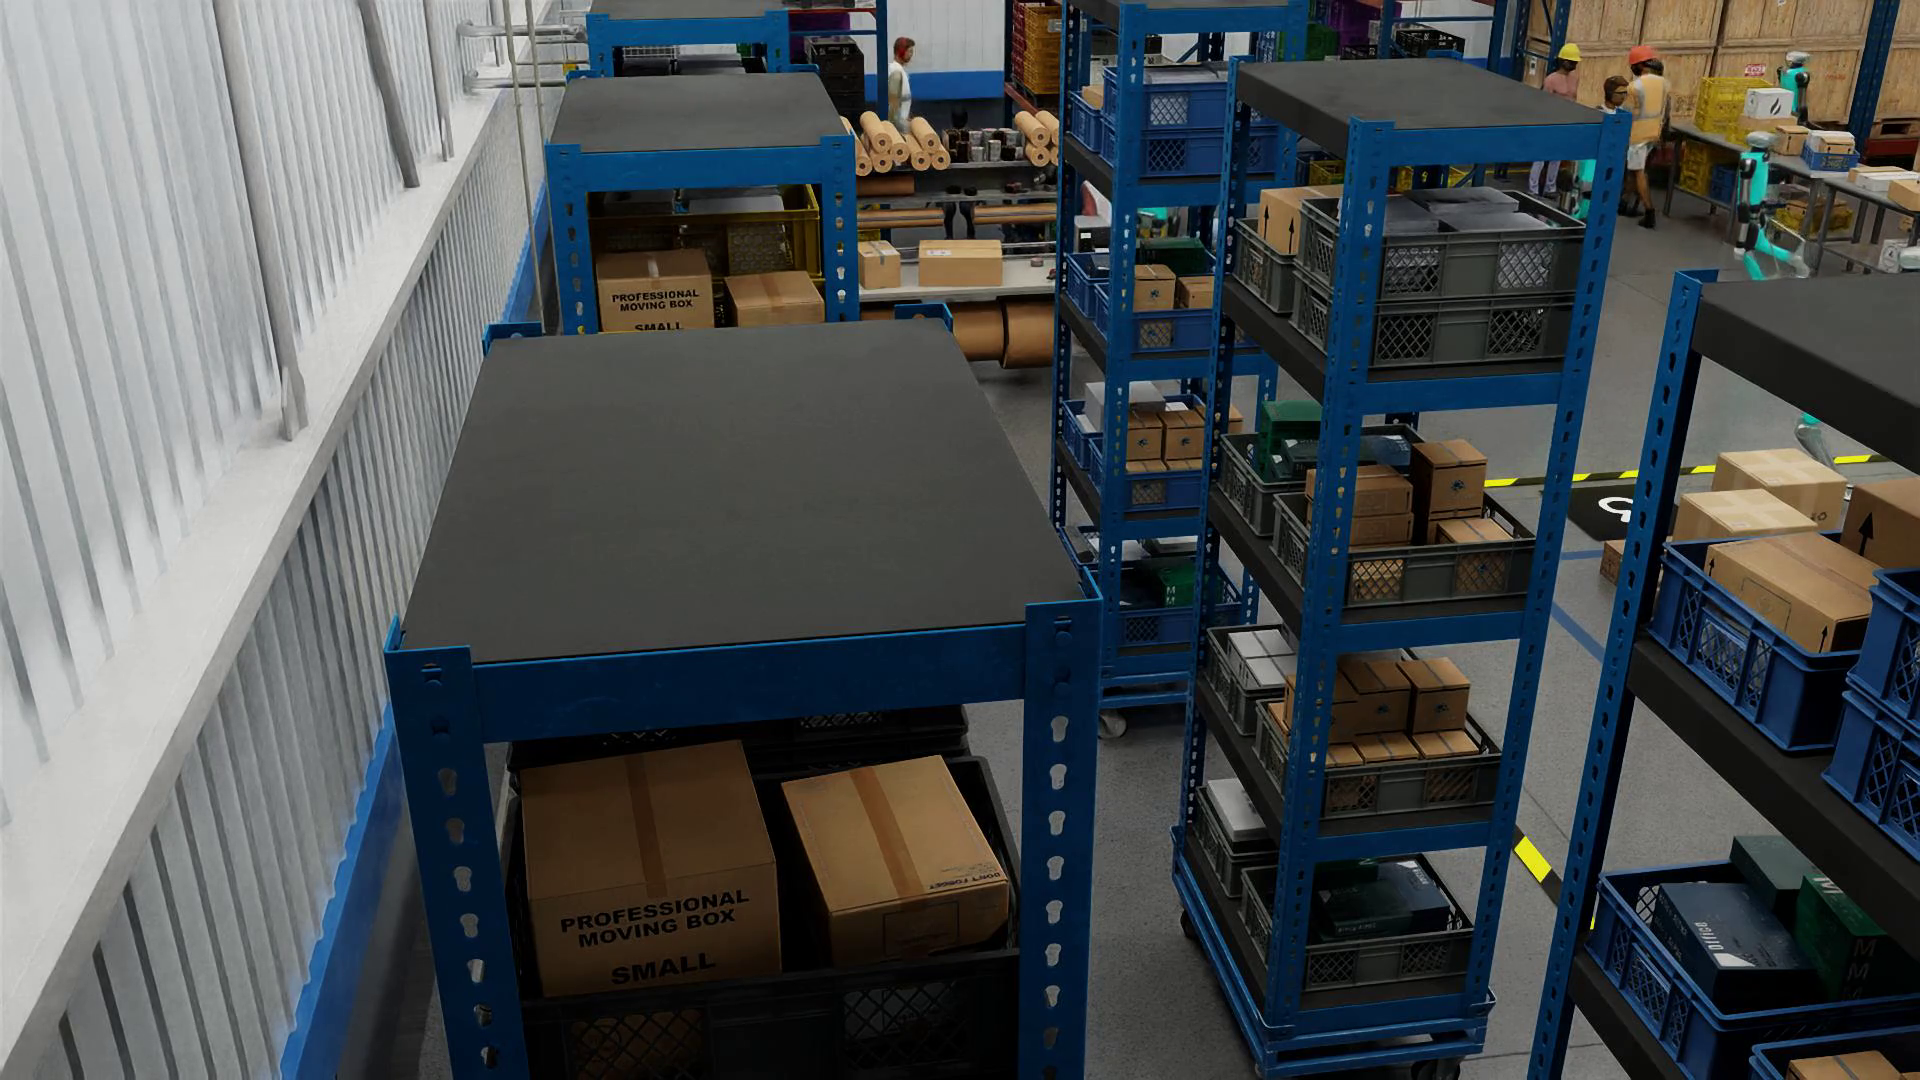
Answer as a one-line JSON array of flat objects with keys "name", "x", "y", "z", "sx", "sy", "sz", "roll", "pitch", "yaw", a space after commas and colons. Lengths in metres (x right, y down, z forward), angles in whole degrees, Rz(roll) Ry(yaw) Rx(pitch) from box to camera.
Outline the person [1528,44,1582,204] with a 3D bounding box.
[{"name": "person", "x": 6.706, "y": -4.663, "z": 18.654, "sx": 0.528, "sy": 1.760, "sz": 0.336, "roll": -13, "pitch": 28, "yaw": -26}]

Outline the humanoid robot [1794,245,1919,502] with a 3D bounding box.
[{"name": "humanoid robot", "x": 5.774, "y": -1.106, "z": 10.780, "sx": 0.735, "sy": 1.681, "sz": 0.533, "roll": 14, "pitch": 28, "yaw": 28}]

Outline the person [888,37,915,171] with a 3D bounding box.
[{"name": "person", "x": -0.704, "y": -4.713, "z": 18.688, "sx": 0.455, "sy": 1.814, "sz": 0.597, "roll": -2, "pitch": 25, "yaw": -5}]

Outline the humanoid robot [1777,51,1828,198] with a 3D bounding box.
[{"name": "humanoid robot", "x": 9.451, "y": -4.520, "z": 18.434, "sx": 1.049, "sy": 1.746, "sz": 0.535, "roll": -1, "pitch": 25, "yaw": -3}]

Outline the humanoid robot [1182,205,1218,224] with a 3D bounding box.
[{"name": "humanoid robot", "x": 2.451, "y": -3.460, "z": 16.166, "sx": 0.615, "sy": 1.638, "sz": 0.641, "roll": -10, "pitch": 27, "yaw": -21}]

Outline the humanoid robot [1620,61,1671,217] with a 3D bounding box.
[{"name": "humanoid robot", "x": 7.423, "y": -4.364, "z": 18.099, "sx": 0.325, "sy": 1.658, "sz": 0.593, "roll": -18, "pitch": 30, "yaw": -33}]

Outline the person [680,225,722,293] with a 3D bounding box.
[{"name": "person", "x": -1.933, "y": -2.254, "z": 13.317, "sx": 0.429, "sy": 1.844, "sz": 0.621, "roll": 23, "pitch": 33, "yaw": 40}]

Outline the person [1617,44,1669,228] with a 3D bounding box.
[{"name": "person", "x": 7.283, "y": -4.299, "z": 17.737, "sx": 0.572, "sy": 1.883, "sz": 0.895, "roll": -13, "pitch": 28, "yaw": -26}]

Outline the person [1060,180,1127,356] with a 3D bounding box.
[{"name": "person", "x": 1.139, "y": -2.377, "z": 13.524, "sx": 0.573, "sy": 1.890, "sz": 0.710, "roll": 19, "pitch": 31, "yaw": 36}]

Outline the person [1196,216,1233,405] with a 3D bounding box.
[{"name": "person", "x": 1.656, "y": -1.255, "z": 11.138, "sx": 0.407, "sy": 1.847, "sz": 0.589, "roll": -2, "pitch": 25, "yaw": -4}]

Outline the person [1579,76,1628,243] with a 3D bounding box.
[{"name": "person", "x": 6.257, "y": -3.613, "z": 16.286, "sx": 0.503, "sy": 1.836, "sz": 0.331, "roll": -21, "pitch": 32, "yaw": -38}]

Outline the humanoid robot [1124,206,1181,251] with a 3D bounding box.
[{"name": "humanoid robot", "x": 1.457, "y": -2.285, "z": 13.569, "sx": 0.575, "sy": 1.803, "sz": 0.834, "roll": 10, "pitch": 26, "yaw": 20}]

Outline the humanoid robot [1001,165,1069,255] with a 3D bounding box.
[{"name": "humanoid robot", "x": 0.632, "y": -2.593, "z": 14.240, "sx": 0.598, "sy": 1.644, "sz": 0.366, "roll": -4, "pitch": 25, "yaw": -9}]

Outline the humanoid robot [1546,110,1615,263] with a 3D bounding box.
[{"name": "humanoid robot", "x": 5.627, "y": -3.113, "z": 15.334, "sx": 0.546, "sy": 1.745, "sz": 1.025, "roll": -10, "pitch": 26, "yaw": -20}]

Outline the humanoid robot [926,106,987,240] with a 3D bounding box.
[{"name": "humanoid robot", "x": -0.031, "y": -3.293, "z": 15.792, "sx": 0.600, "sy": 1.638, "sz": 0.625, "roll": 1, "pitch": 25, "yaw": 2}]

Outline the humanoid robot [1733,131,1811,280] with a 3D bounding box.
[{"name": "humanoid robot", "x": 6.913, "y": -2.564, "z": 14.164, "sx": 1.037, "sy": 1.750, "sz": 0.547, "roll": 18, "pitch": 30, "yaw": 34}]
